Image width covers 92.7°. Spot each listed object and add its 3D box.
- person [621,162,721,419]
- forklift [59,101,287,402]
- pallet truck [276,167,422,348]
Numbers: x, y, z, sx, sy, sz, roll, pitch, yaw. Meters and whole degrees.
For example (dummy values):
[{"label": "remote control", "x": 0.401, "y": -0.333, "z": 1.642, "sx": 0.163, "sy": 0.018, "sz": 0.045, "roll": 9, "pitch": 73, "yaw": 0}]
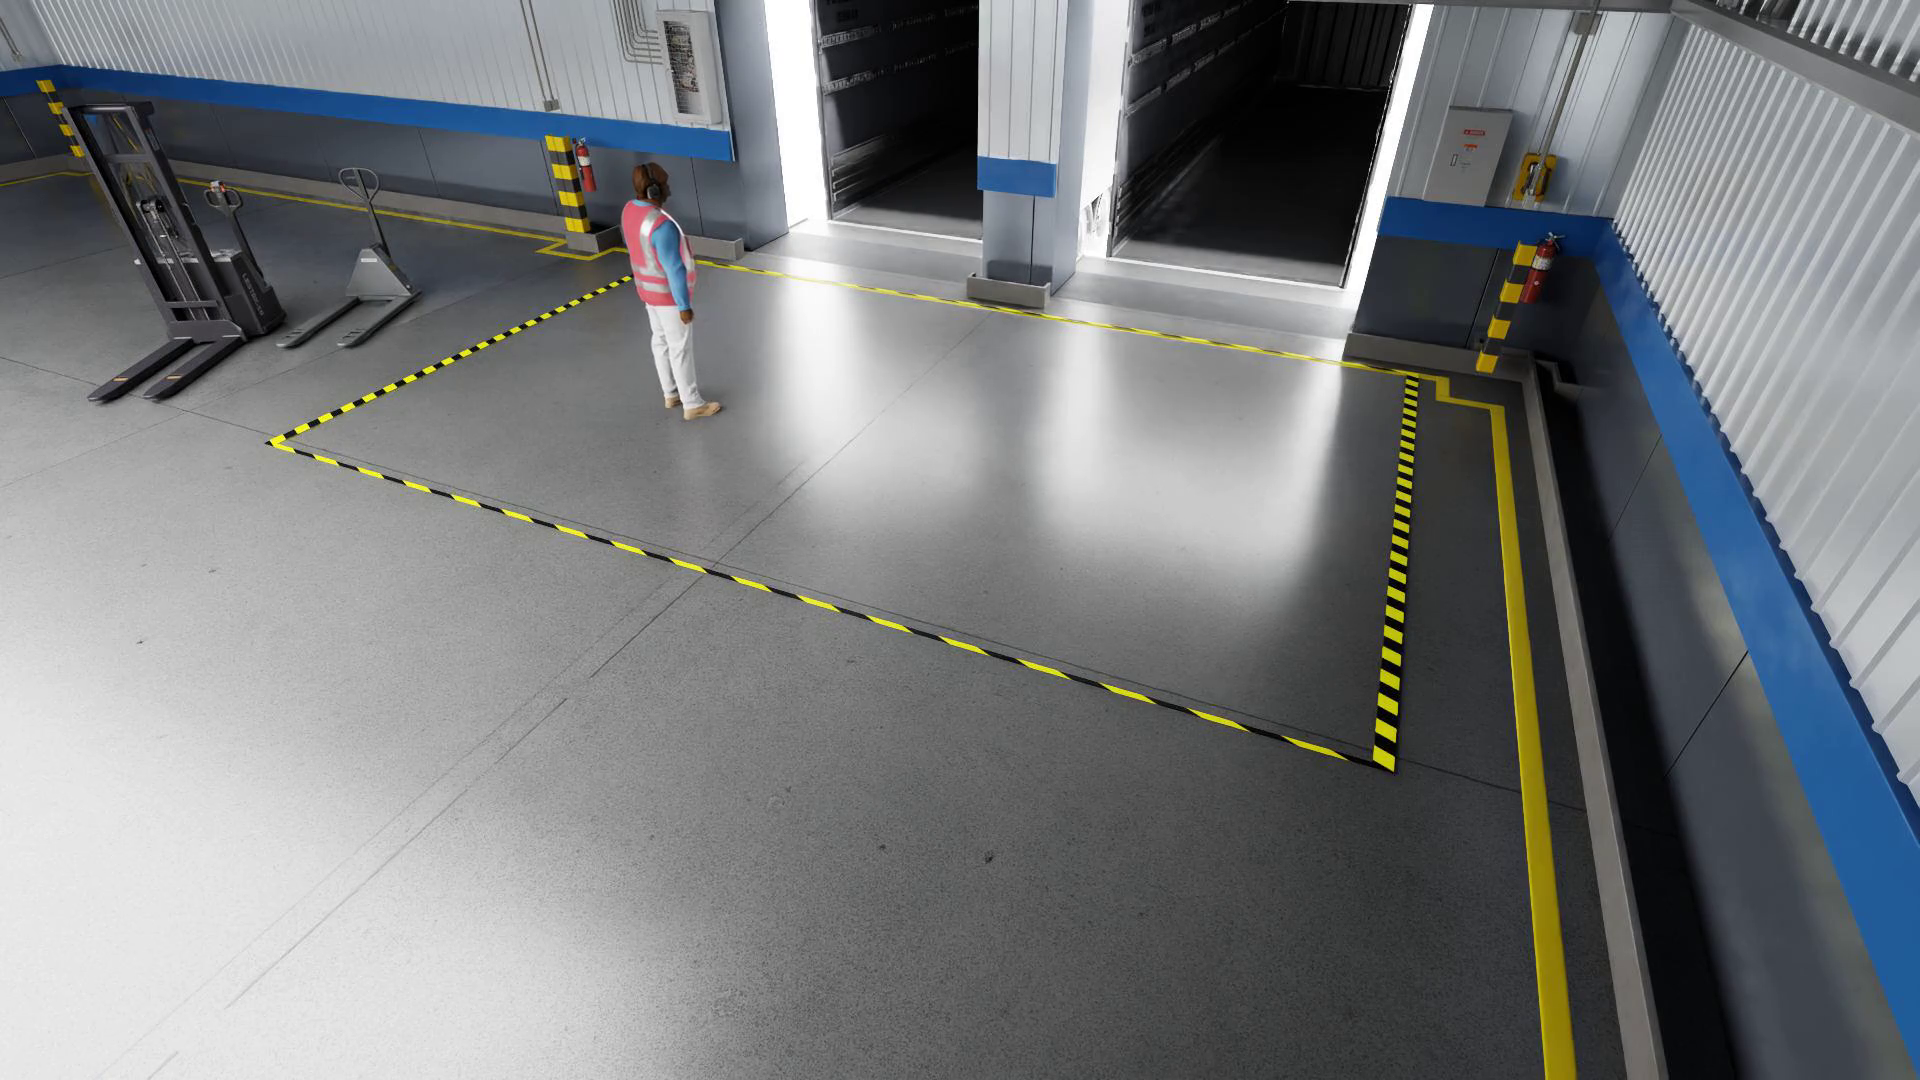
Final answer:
[{"label": "person", "x": -2.130, "y": -1.792, "z": 6.717, "sx": 0.430, "sy": 1.842, "sz": 0.624, "roll": -26, "pitch": 43, "yaw": -32}, {"label": "forklift", "x": -6.686, "y": -2.387, "z": 7.434, "sx": 0.823, "sy": 1.965, "sz": 1.885, "roll": -3, "pitch": 35, "yaw": -5}, {"label": "pallet truck", "x": -5.732, "y": -2.611, "z": 8.414, "sx": 0.680, "sy": 1.201, "sz": 1.601, "roll": -1, "pitch": 35, "yaw": -1}]
